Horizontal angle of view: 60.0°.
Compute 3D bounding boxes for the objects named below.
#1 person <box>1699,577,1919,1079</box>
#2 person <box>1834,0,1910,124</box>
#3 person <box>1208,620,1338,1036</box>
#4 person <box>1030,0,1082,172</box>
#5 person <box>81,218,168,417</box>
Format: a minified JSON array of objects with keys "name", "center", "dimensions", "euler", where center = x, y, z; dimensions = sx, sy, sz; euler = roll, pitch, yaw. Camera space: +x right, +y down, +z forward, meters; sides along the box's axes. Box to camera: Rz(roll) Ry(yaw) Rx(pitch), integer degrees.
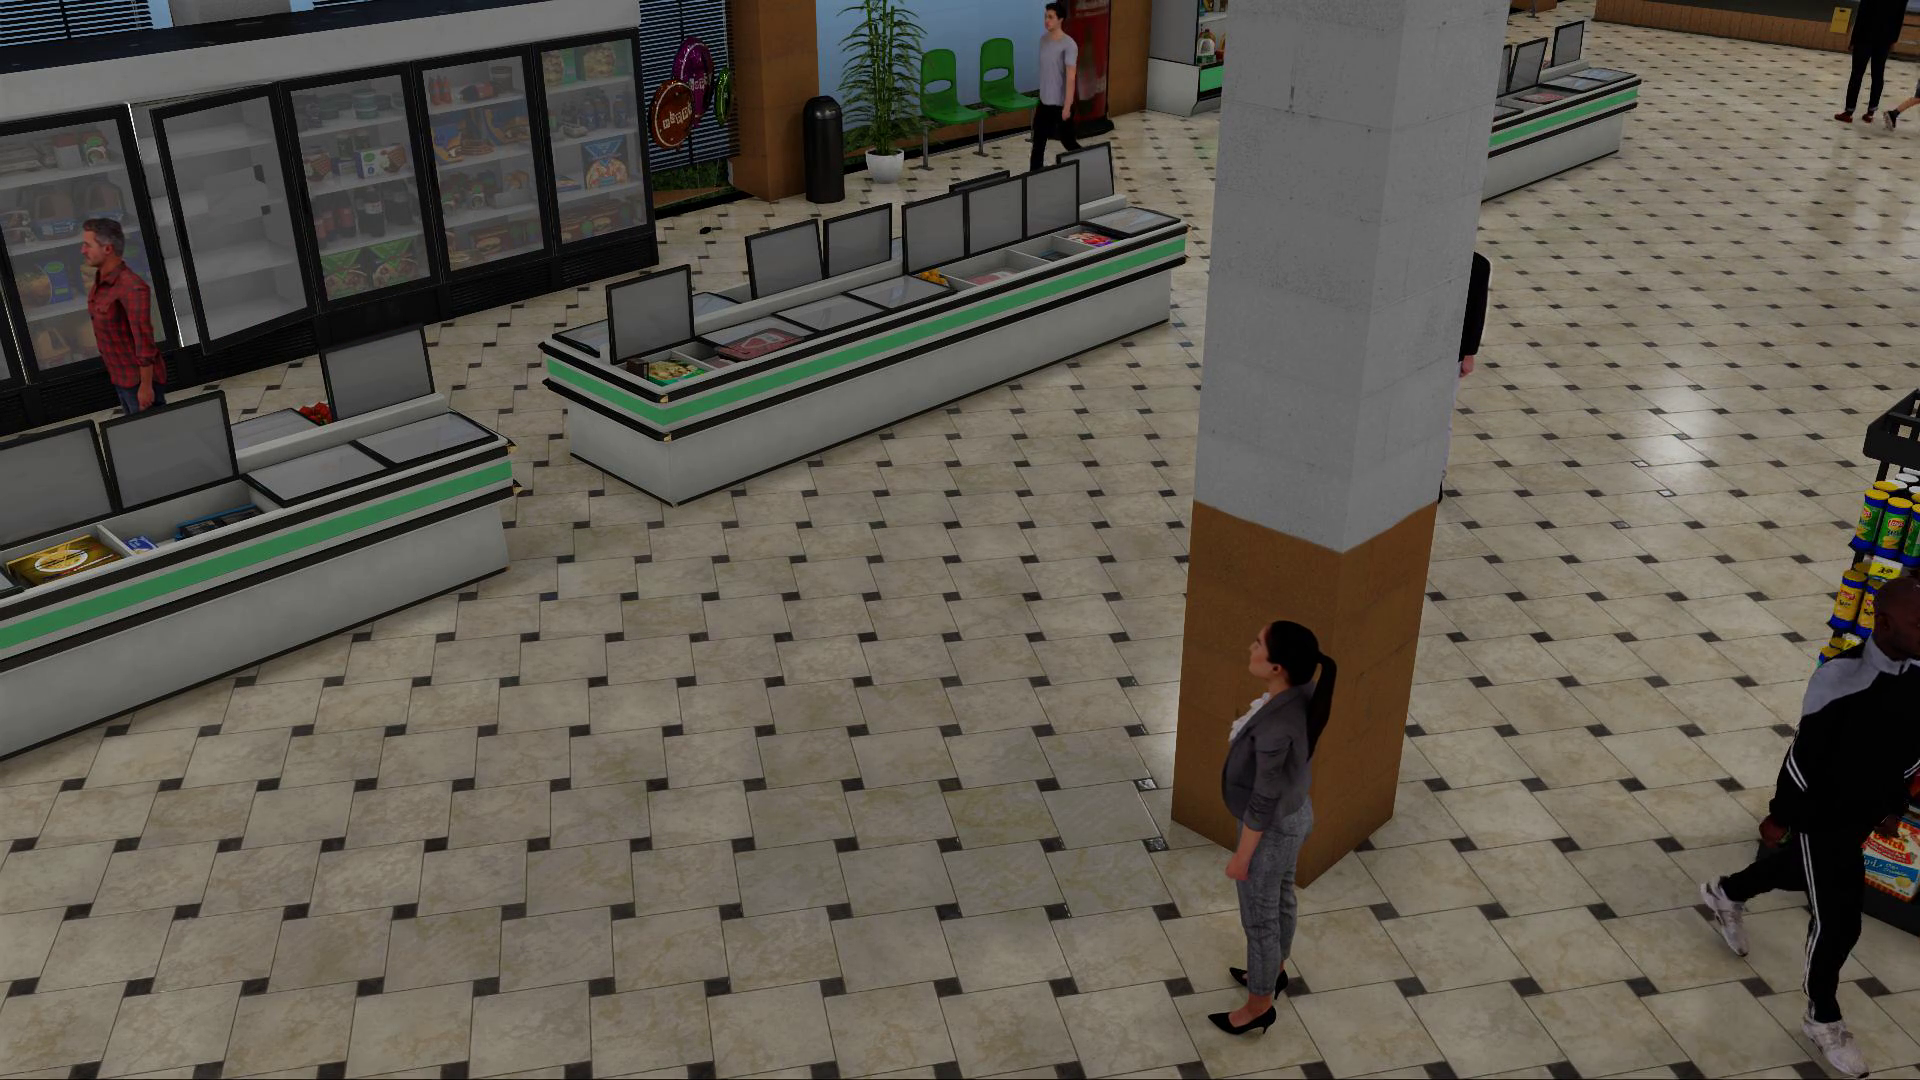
[{"name":"person","center":[3.082,0.896,5.971],"dimensions":[1.211,1.802,1.046],"euler":[-10,29,-19]},{"name":"person","center":[10.398,-5.678,18.916],"dimensions":[0.785,1.817,0.831],"euler":[2,27,3]},{"name":"person","center":[1.098,1.022,5.858],"dimensions":[0.749,1.678,0.627],"euler":[13,30,24]},{"name":"person","center":[0.999,-4.175,15.936],"dimensions":[1.164,1.832,0.743],"euler":[-22,34,-37]},{"name":"person","center":[-4.752,-0.970,9.617],"dimensions":[0.559,1.831,0.695],"euler":[-21,34,-36]}]
